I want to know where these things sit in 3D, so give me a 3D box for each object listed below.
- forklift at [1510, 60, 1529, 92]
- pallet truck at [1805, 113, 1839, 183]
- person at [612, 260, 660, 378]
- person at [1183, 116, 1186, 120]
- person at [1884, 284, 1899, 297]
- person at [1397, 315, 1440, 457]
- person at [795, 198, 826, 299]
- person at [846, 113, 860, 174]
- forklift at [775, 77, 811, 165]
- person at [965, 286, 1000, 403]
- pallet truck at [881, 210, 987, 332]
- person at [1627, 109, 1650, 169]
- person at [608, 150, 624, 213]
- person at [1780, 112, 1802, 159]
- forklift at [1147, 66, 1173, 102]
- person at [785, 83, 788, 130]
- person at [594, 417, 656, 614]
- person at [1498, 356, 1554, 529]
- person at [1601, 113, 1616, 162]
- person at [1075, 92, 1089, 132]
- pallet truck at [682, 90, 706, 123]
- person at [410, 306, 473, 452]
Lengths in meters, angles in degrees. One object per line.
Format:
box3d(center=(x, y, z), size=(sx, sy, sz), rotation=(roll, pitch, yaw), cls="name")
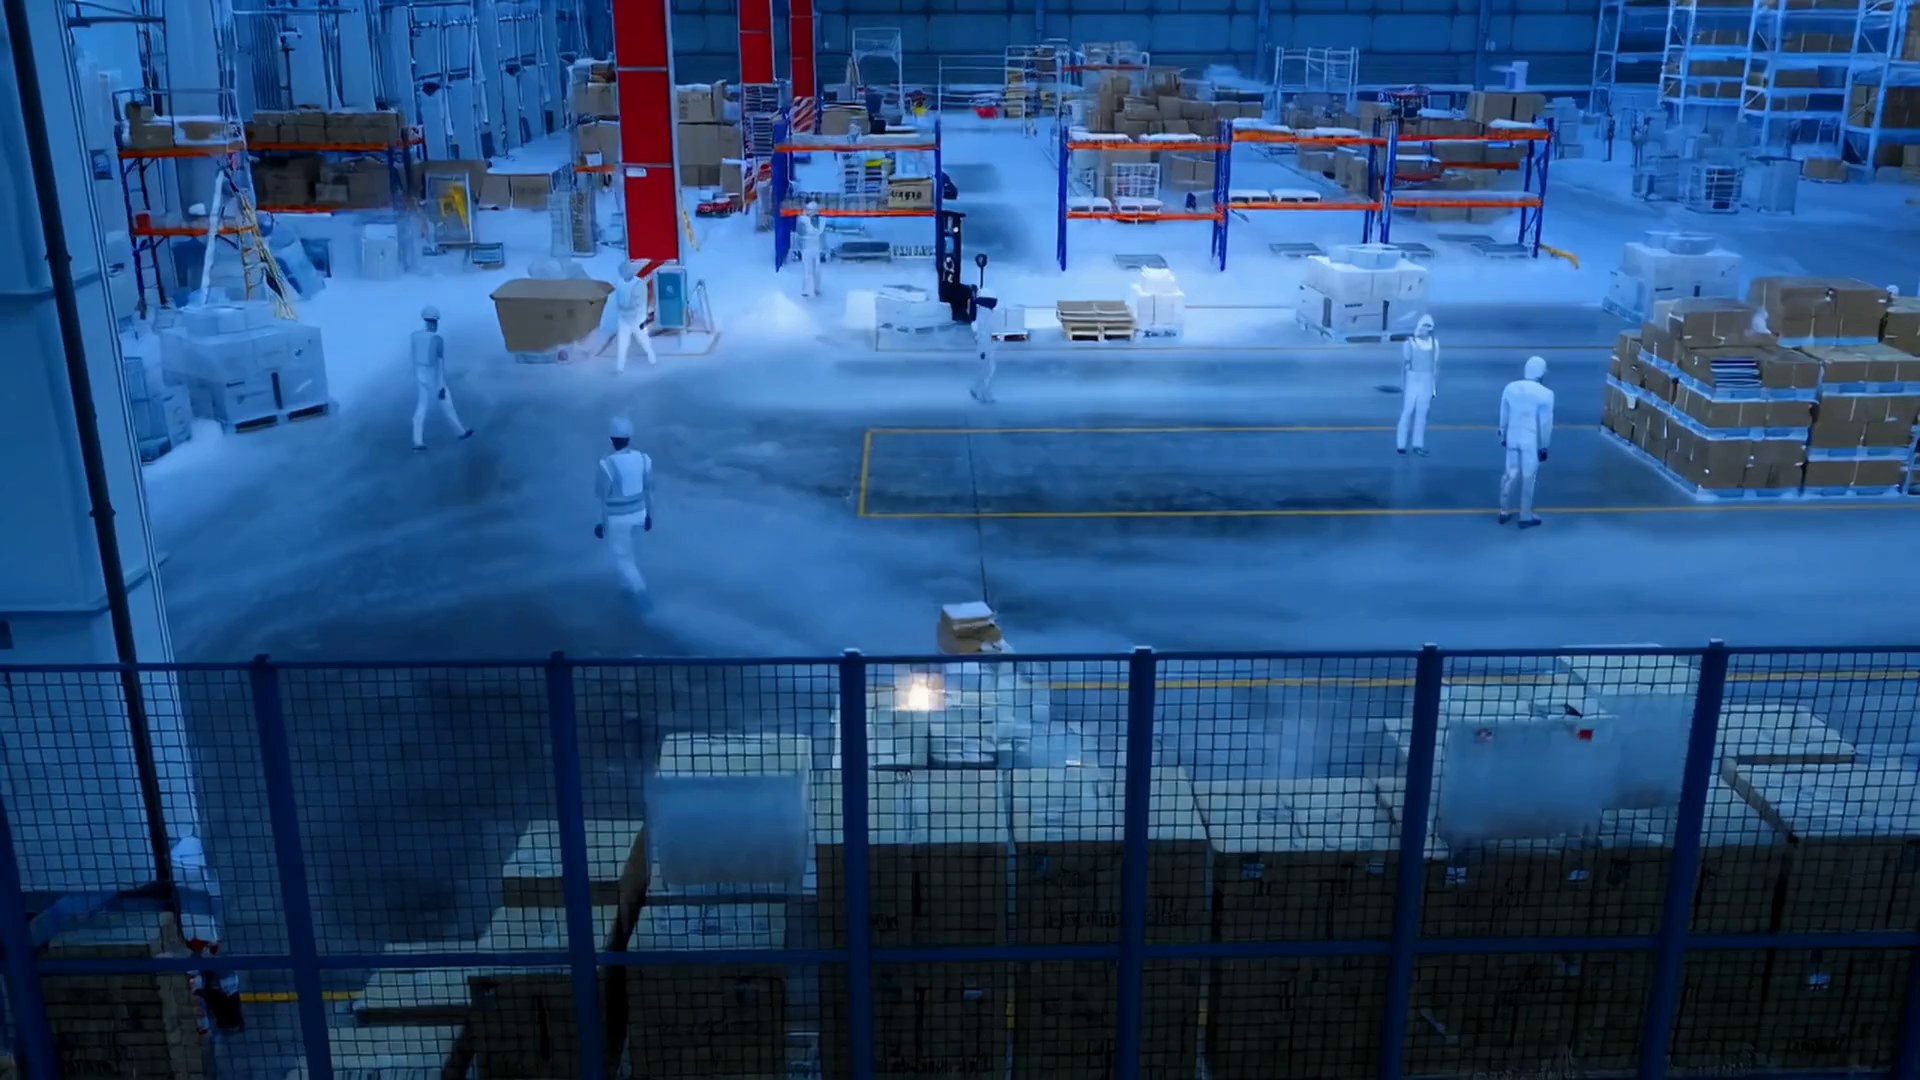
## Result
box3d(center=(22.131, -17.597, 66.073), size=(1.873, 2.768, 1.129), rotation=(-1, 19, -2), cls="forklift")
box3d(center=(26.403, -11.957, 50.702), size=(0.823, 1.965, 1.885), rotation=(6, 19, 16), cls="pallet truck")
box3d(center=(-5.054, -3.462, 25.804), size=(0.634, 1.808, 0.930), rotation=(11, 22, 30), cls="person")
box3d(center=(7.312, -13.129, 54.774), size=(0.523, 1.625, 0.521), rotation=(3, 19, 9), cls="person")
box3d(center=(12.790, -2.619, 23.124), size=(0.597, 1.916, 0.370), rotation=(8, 20, 21), cls="person")
box3d(center=(5.888, -1.979, 21.345), size=(0.506, 1.841, 0.345), rotation=(-4, 19, -11), cls="person")
box3d(center=(-2.865, -5.627, 32.045), size=(0.586, 1.920, 0.377), rotation=(-7, 20, -21), cls="person")
box3d(center=(-3.371, -12.432, 52.282), size=(0.632, 1.882, 0.569), rotation=(-12, 22, -33), cls="person")
box3d(center=(-5.920, -13.893, 55.085), size=(1.873, 2.768, 1.129), rotation=(-1, 19, -1), cls="forklift")
box3d(center=(0.362, -2.793, 23.932), size=(0.426, 1.733, 0.497), rotation=(-1, 19, -2), cls="person")
box3d(center=(-0.493, -4.759, 29.349), size=(1.885, 1.965, 0.823), rotation=(-13, 23, -34), cls="pallet truck")
box3d(center=(22.102, -13.049, 54.085), size=(0.384, 1.909, 0.593), rotation=(-12, 22, -31), cls="person")
box3d(center=(-8.869, -9.288, 43.262), size=(0.533, 1.686, 0.457), rotation=(-11, 22, -30), cls="person")
box3d(center=(27.150, -13.115, 54.482), size=(0.935, 1.776, 0.690), rotation=(-15, 24, -38), cls="person")
box3d(center=(7.425, -16.286, 62.184), size=(1.129, 2.768, 1.873), rotation=(-9, 21, -25), cls="forklift")
box3d(center=(-6.999, -17.423, 67.052), size=(0.660, 1.900, 0.917), rotation=(2, 19, 6), cls="person")
box3d(center=(-3.193, -0.229, 16.023), size=(0.717, 1.927, 0.614), rotation=(15, 24, 38), cls="person")
box3d(center=(6.300, -1.092, 18.568), size=(0.375, 1.934, 0.628), rotation=(-15, 24, -37), cls="person")
box3d(center=(21.863, -13.553, 56.006), size=(0.315, 1.629, 0.509), rotation=(-1, 19, -4), cls="person")
box3d(center=(4.633, -15.882, 62.543), size=(1.063, 1.880, 0.632), rotation=(-10, 21, -27), cls="person")
box3d(center=(-9.671, -15.907, 62.421), size=(0.823, 1.965, 1.885), rotation=(5, 19, 15), cls="pallet truck")
box3d(center=(-6.871, -2.109, 21.678), size=(0.608, 1.878, 0.981), rotation=(8, 20, 23), cls="person")
